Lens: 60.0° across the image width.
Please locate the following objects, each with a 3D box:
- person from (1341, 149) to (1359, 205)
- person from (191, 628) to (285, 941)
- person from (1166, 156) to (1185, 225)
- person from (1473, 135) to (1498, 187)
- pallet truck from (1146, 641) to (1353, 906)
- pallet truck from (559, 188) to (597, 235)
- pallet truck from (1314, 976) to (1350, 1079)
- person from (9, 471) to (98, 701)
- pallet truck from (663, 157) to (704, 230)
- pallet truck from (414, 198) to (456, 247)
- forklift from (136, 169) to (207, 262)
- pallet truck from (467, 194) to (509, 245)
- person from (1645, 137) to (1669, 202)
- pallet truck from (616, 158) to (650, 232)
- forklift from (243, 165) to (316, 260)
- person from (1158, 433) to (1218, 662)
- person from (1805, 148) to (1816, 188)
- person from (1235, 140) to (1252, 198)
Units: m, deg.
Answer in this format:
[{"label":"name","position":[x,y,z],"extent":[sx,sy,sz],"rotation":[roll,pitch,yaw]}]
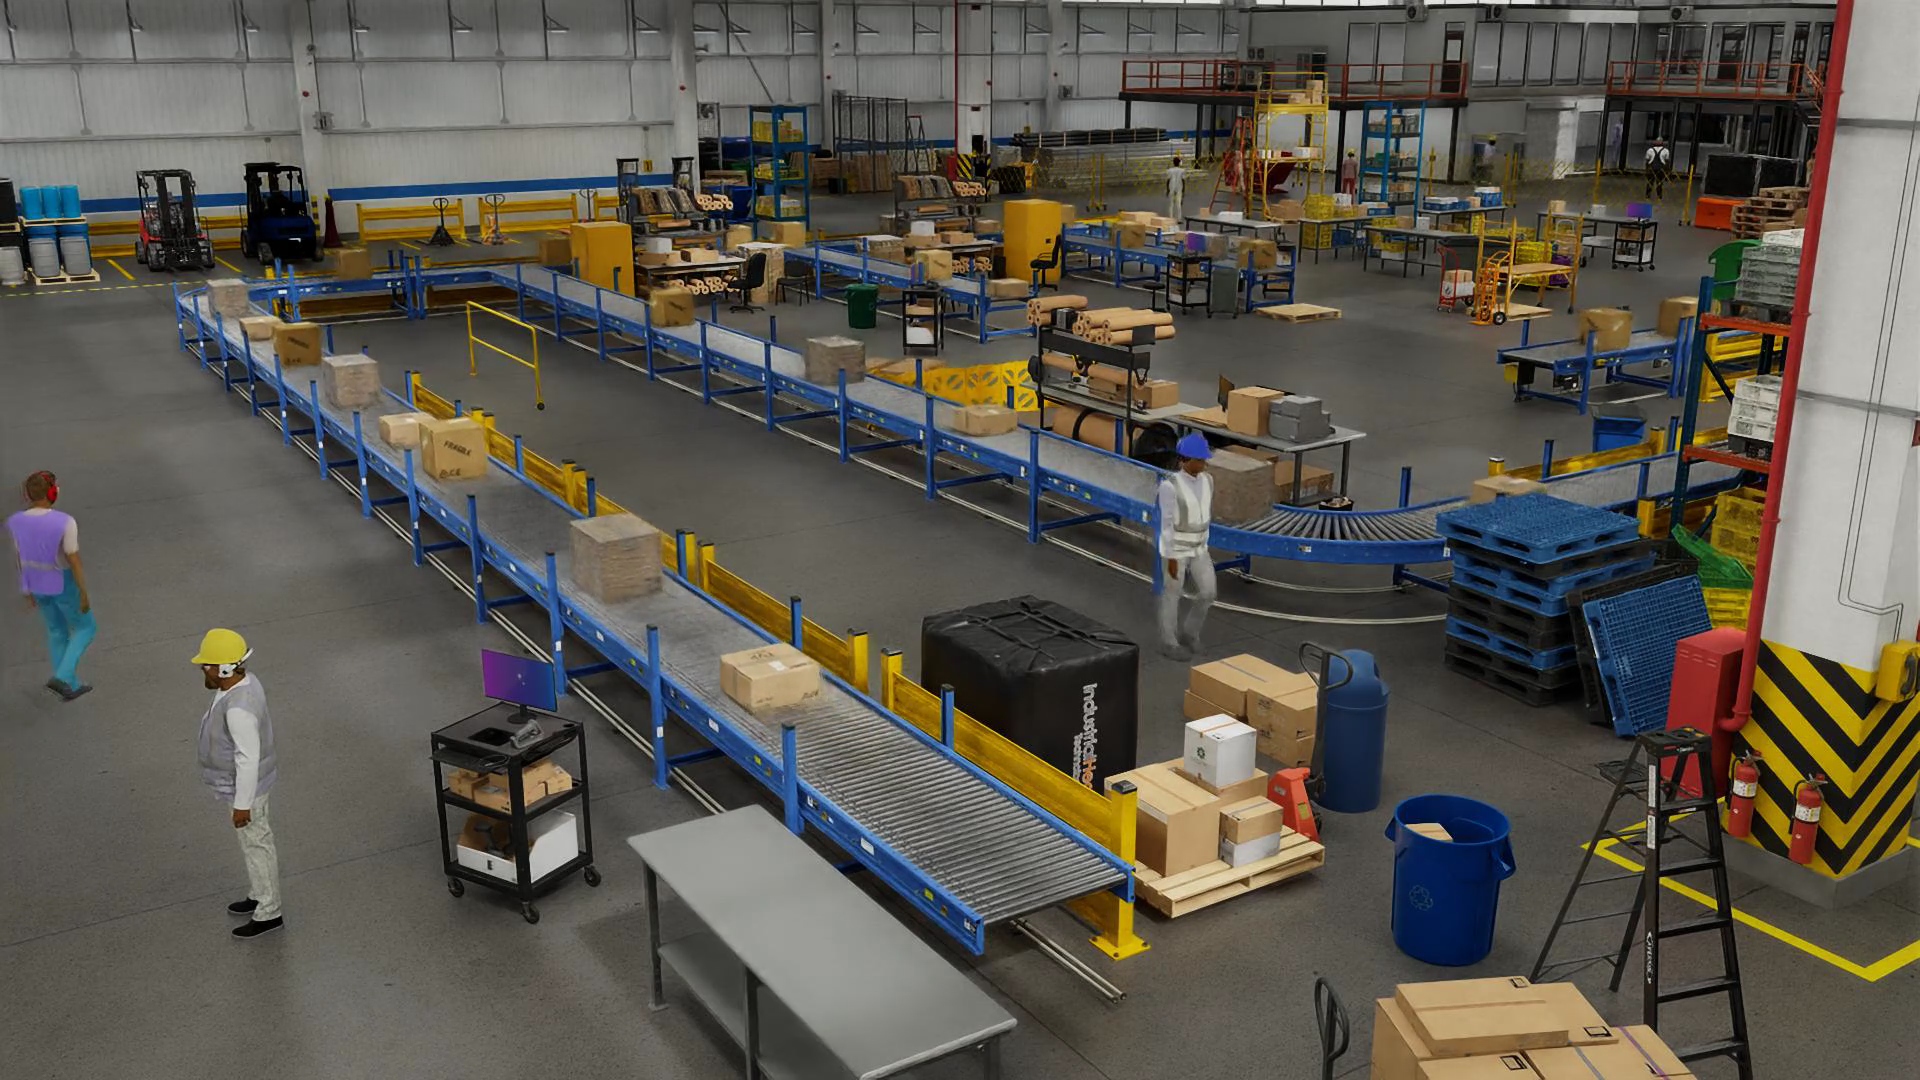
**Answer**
[{"label":"person","position":[11.957,-11.093,51.046],"extent":[0.518,1.756,0.345],"rotation":[8,18,25]},{"label":"person","position":[-4.086,1.370,9.444],"extent":[0.404,1.833,0.590],"rotation":[-7,18,-23]},{"label":"person","position":[6.006,-9.719,46.289],"extent":[0.532,1.864,0.312],"rotation":[4,17,14]},{"label":"person","position":[17.994,-12.887,56.802],"extent":[0.856,1.892,0.587],"rotation":[14,22,39]},{"label":"pallet truck","position":[1.664,1.407,10.232],"extent":[1.630,1.274,0.653],"rotation":[-10,20,-31]},{"label":"pallet truck","position":[-10.010,-8.652,43.699],"extent":[0.653,1.274,1.630],"rotation":[-10,20,-31]},{"label":"pallet truck","position":[2.299,2.390,7.086],"extent":[1.601,1.201,0.680],"rotation":[-2,17,-7]},{"label":"person","position":[-6.932,0.373,12.764],"extent":[0.593,1.828,0.439],"rotation":[4,17,12]},{"label":"pallet truck","position":[-7.586,-9.308,44.692],"extent":[0.823,1.965,1.885],"rotation":[-11,20,-33]},{"label":"pallet truck","position":[-13.250,-8.060,41.856],"extent":[0.680,1.201,1.601],"rotation":[-10,20,-31]},{"label":"forklift","position":[-17.842,-7.318,37.559],"extent":[1.157,1.987,2.680],"rotation":[-10,20,-31]},{"label":"pallet truck","position":[-11.983,-8.177,42.137],"extent":[0.704,1.261,1.522],"rotation":[-11,20,-33]},{"label":"person","position":[22.147,-11.791,52.882],"extent":[0.683,2.000,0.538],"rotation":[8,19,25]},{"label":"pallet truck","position":[-8.918,-9.176,44.255],"extent":[0.823,1.965,1.885],"rotation":[-9,19,-27]},{"label":"forklift","position":[-15.898,-7.669,38.708],"extent":[1.157,1.987,2.680],"rotation":[-11,20,-33]},{"label":"person","position":[1.852,0.075,13.566],"extent":[0.603,1.932,0.494],"rotation":[-12,21,-36]},{"label":"person","position":[25.167,-10.596,49.085],"extent":[0.553,1.934,0.363],"rotation":[-13,21,-38]},{"label":"person","position":[9.271,-12.156,54.473],"extent":[0.572,1.837,1.014],"rotation":[-7,18,-22]}]
